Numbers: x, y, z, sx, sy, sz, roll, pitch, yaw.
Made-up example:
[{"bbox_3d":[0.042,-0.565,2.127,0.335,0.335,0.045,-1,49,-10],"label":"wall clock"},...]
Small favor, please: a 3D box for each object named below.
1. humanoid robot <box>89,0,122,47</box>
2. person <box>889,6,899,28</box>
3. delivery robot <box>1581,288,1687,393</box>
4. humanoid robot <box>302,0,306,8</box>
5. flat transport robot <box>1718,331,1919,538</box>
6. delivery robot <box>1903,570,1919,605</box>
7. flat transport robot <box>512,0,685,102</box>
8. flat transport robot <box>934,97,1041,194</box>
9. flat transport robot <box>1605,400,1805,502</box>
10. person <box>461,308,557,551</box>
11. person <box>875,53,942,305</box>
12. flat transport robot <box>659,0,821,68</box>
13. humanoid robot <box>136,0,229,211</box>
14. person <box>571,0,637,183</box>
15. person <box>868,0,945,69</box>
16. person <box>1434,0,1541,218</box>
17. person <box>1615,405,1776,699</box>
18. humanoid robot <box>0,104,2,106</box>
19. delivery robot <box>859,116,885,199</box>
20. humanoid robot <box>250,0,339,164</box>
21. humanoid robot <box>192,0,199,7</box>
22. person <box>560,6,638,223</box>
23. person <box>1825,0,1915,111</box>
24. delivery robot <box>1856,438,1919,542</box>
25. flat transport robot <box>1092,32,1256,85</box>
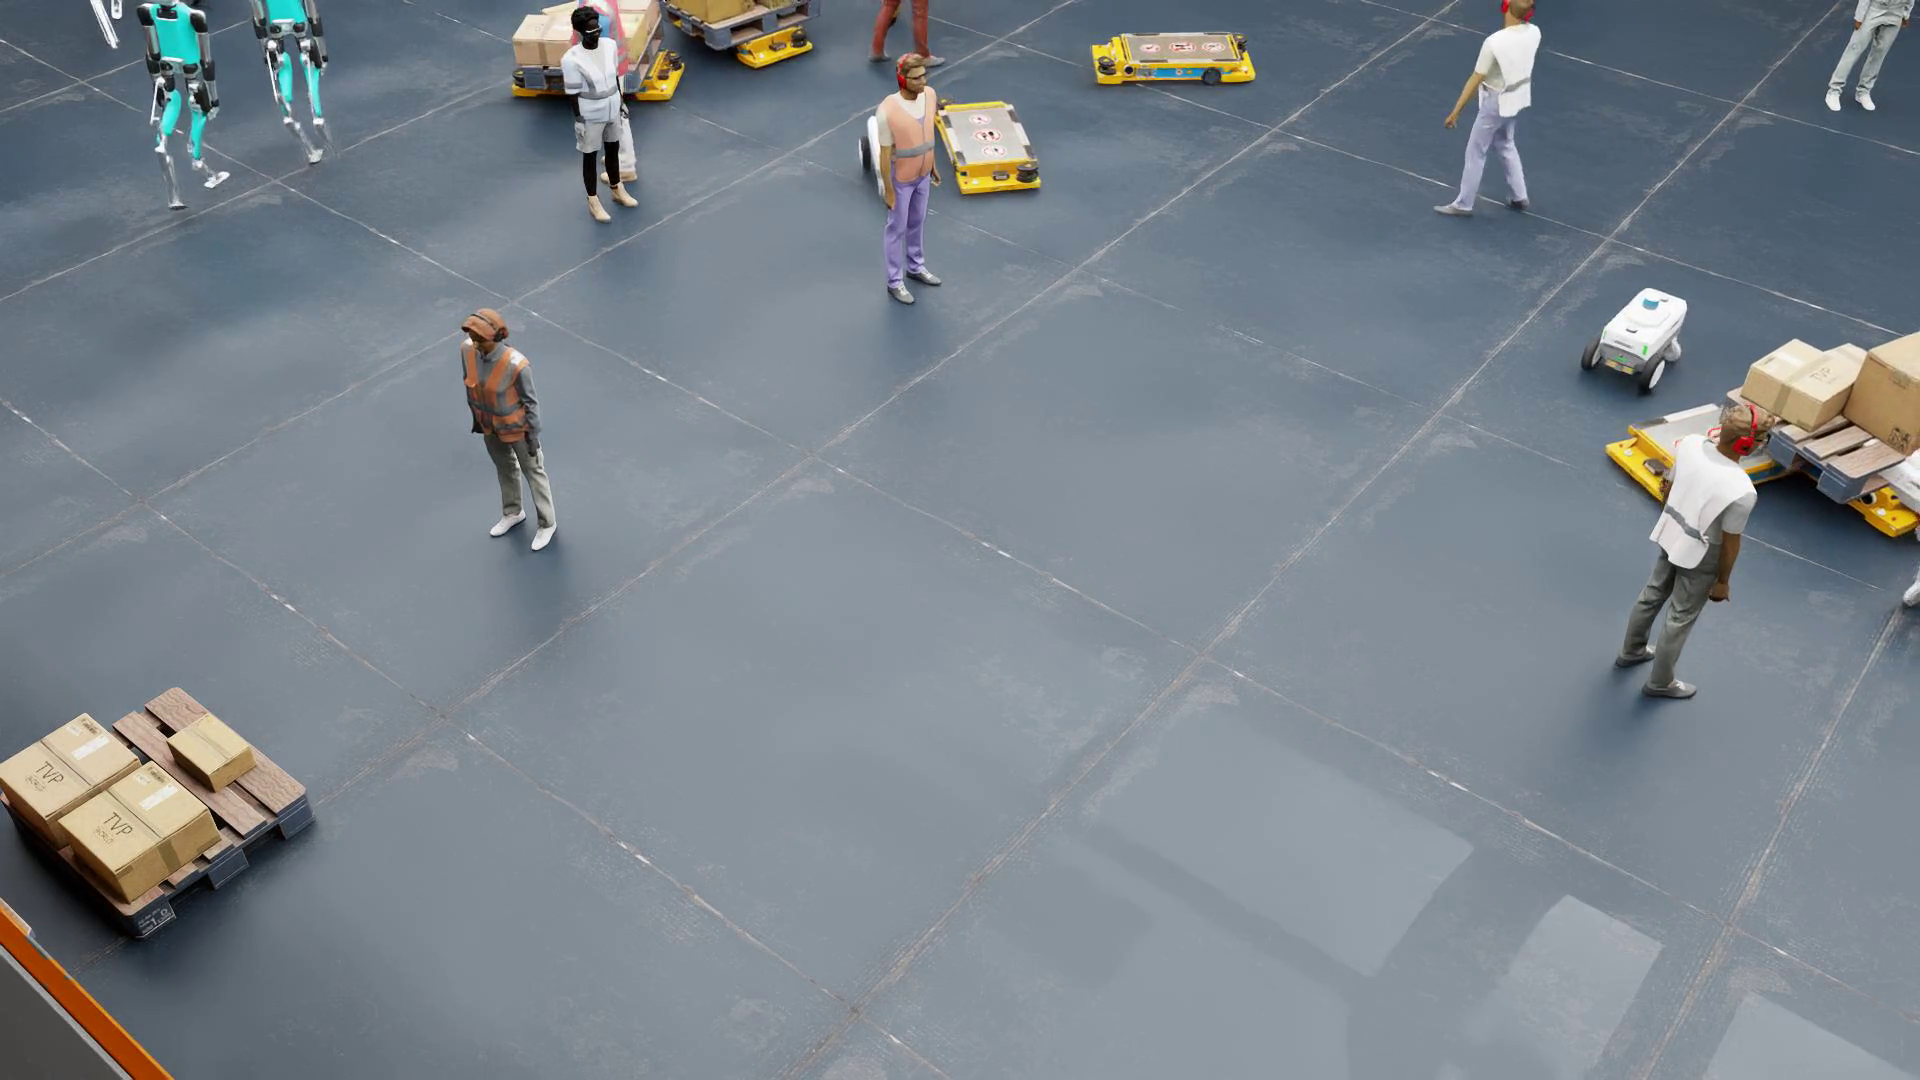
[{"bbox_3d":[-8.163,-5.570,15.540,0.532,1.778,1.014,-15,43,-17],"label":"humanoid robot"},{"bbox_3d":[-0.541,-5.643,15.573,0.608,1.731,0.458,12,42,14],"label":"person"},{"bbox_3d":[4.709,-1.409,11.525,0.507,0.608,0.779,29,48,30],"label":"delivery robot"},{"bbox_3d":[-6.620,-6.049,16.144,0.600,1.613,0.749,-17,43,-19],"label":"humanoid robot"},{"bbox_3d":[5.689,-0.576,10.756,0.659,0.231,1.431,-18,44,-20],"label":"flat transport robot"},{"bbox_3d":[5.950,0.196,9.634,0.781,0.605,0.499,-13,42,-15],"label":"delivery robot"},{"bbox_3d":[-3.264,-4.216,15.037,1.431,0.231,0.659,3,40,3],"label":"flat transport robot"},{"bbox_3d":[0.212,-3.346,14.014,0.659,0.231,1.431,-7,41,-8],"label":"flat transport robot"},{"bbox_3d":[4.991,-0.602,10.786,1.431,0.231,0.659,-14,42,-16],"label":"flat transport robot"},{"bbox_3d":[-2.667,-0.665,9.800,0.511,1.639,0.307,19,44,21],"label":"person"},{"bbox_3d":[-0.372,-2.611,11.929,0.389,1.850,0.564,28,48,29],"label":"person"},{"bbox_3d":[-2.094,-4.871,15.808,0.659,0.231,1.431,-29,48,-30],"label":"flat transport robot"},{"bbox_3d":[-6.101,-3.335,12.917,0.578,1.775,1.036,4,41,5],"label":"humanoid robot"},{"bbox_3d":[-2.859,-3.764,13.305,0.433,1.835,0.628,-5,41,-5],"label":"person"},{"bbox_3d":[-0.446,-5.091,14.826,0.738,1.883,0.488,23,45,25],"label":"person"},{"bbox_3d":[4.135,-3.279,12.731,0.778,1.835,0.558,-29,48,-30],"label":"person"},{"bbox_3d":[3.859,0.065,8.790,0.388,1.837,0.564,-10,41,-11],"label":"person"},{"bbox_3d":[-8.653,-4.397,14.168,0.590,1.647,0.357,-13,42,-14],"label":"humanoid robot"},{"bbox_3d":[-0.552,-3.196,13.614,0.499,0.591,0.768,-6,41,-7],"label":"delivery robot"},{"bbox_3d":[-5.397,-3.820,13.456,0.538,1.816,0.698,-4,41,-5],"label":"humanoid robot"},{"bbox_3d":[-7.671,-6.079,16.191,0.600,1.645,0.764,-21,45,-23],"label":"humanoid robot"},{"bbox_3d":[-2.791,-3.303,12.860,0.321,1.697,0.529,28,48,29],"label":"person"},{"bbox_3d":[7.912,-4.516,14.261,0.481,1.733,0.340,-4,41,-5],"label":"person"},{"bbox_3d":[5.916,-0.386,10.303,0.499,0.584,0.783,-18,44,-20],"label":"delivery robot"},{"bbox_3d":[1.955,-4.421,15.279,1.431,0.231,0.659,-1,40,-1],"label":"flat transport robot"}]
